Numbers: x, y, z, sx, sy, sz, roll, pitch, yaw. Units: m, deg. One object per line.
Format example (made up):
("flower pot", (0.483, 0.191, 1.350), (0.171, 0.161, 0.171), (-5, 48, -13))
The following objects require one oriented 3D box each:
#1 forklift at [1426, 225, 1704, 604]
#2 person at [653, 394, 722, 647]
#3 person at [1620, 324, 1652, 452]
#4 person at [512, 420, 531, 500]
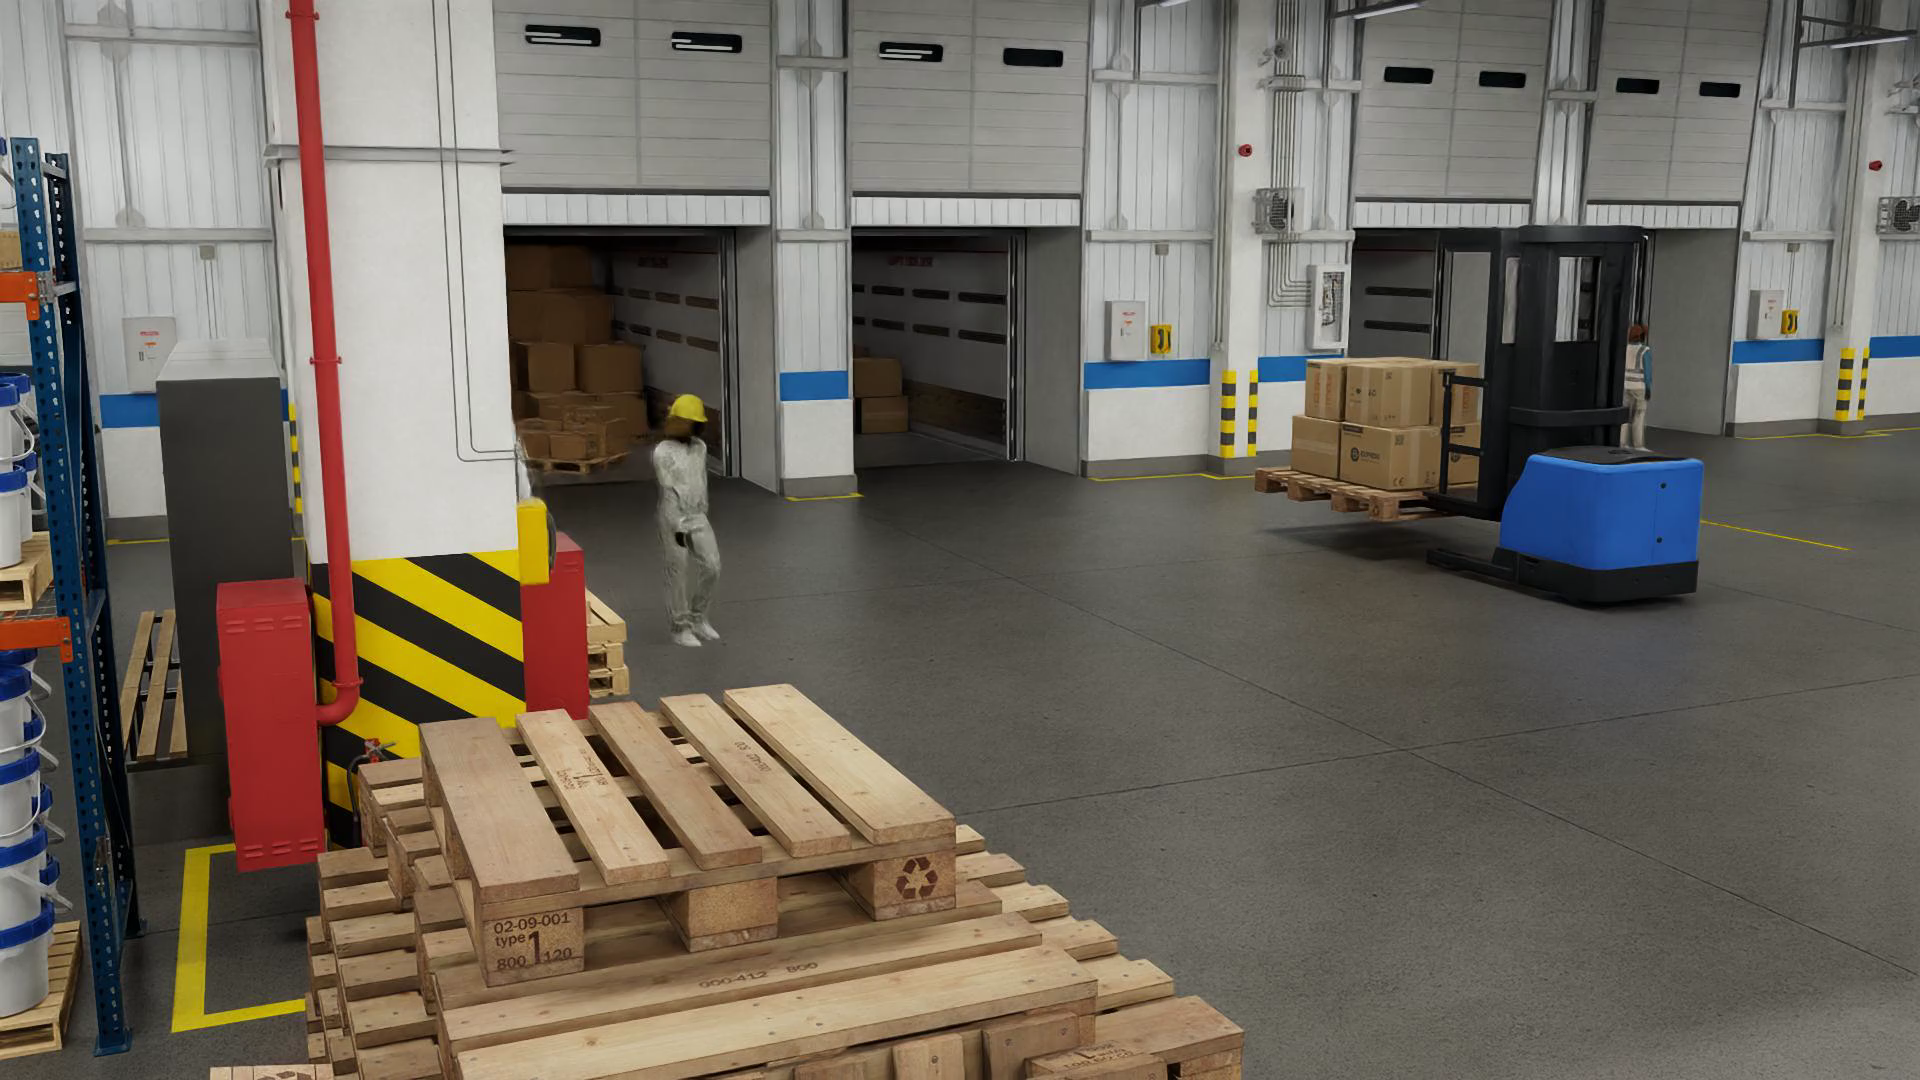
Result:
("forklift", (4.755, -1.046, 12.953), (1.129, 2.768, 1.873), (-4, 11, -23))
("person", (-1.834, -0.116, 11.043), (0.423, 1.713, 0.488), (9, 13, 40))
("person", (8.623, -1.932, 21.260), (0.309, 1.637, 0.518), (-4, 11, -22))
("person", (-3.205, -0.319, 11.894), (0.842, 1.835, 0.595), (-6, 12, -28))
